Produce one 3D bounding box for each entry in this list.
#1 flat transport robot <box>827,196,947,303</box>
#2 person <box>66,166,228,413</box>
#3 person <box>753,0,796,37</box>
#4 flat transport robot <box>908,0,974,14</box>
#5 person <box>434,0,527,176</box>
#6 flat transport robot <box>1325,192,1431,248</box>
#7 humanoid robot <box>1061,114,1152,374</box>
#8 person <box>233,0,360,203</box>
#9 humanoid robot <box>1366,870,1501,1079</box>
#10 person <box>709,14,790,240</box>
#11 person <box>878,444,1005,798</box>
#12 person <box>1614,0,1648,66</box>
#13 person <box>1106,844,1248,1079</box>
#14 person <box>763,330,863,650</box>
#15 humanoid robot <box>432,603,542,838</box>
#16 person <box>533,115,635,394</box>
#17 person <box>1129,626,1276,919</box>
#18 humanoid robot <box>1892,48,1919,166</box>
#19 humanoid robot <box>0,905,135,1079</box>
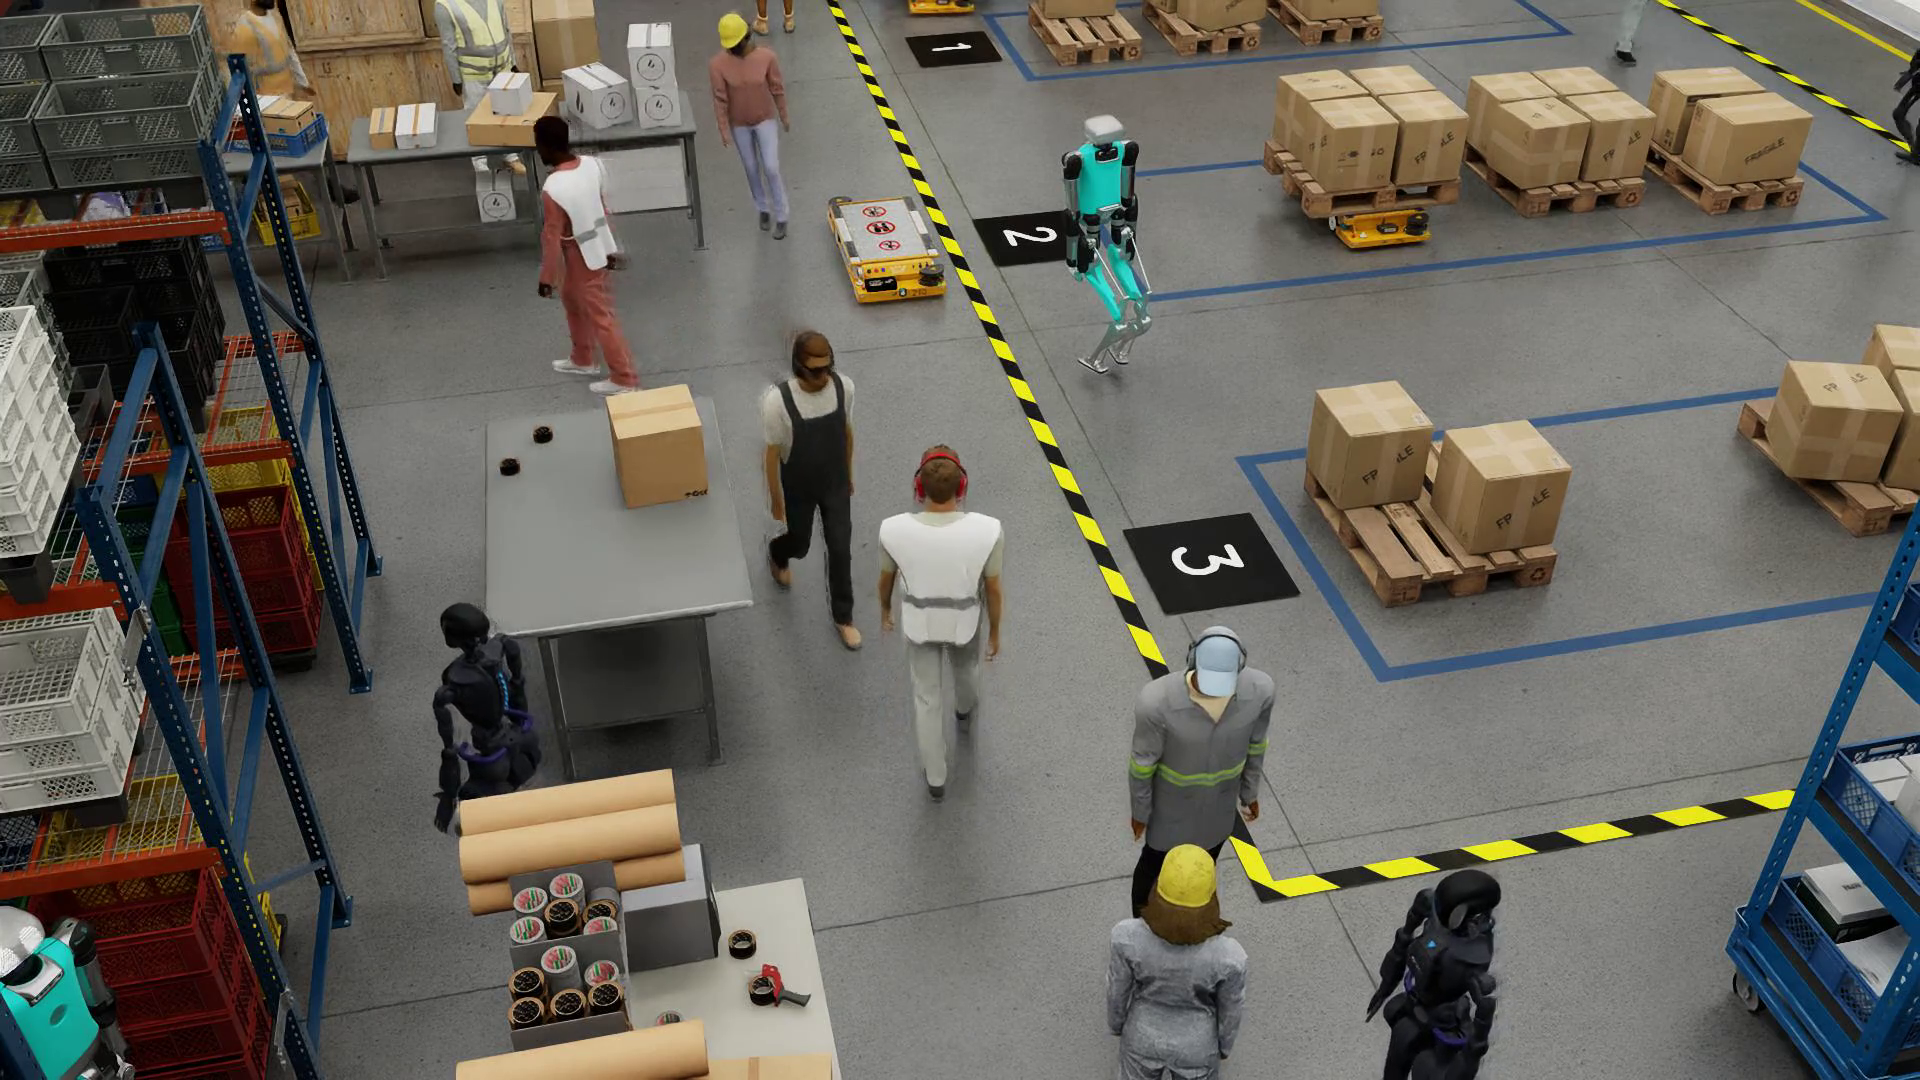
[{"bbox_3d":[-0.570,-2.220,12.538,0.659,0.231,1.431,-8,37,-10],"label":"flat transport robot"},{"bbox_3d":[-5.198,-1.588,10.218,0.777,2.019,0.621,-2,37,-3],"label":"person"},{"bbox_3d":[-1.861,-5.882,15.981,0.605,2.037,0.378,-10,38,-13],"label":"person"},{"bbox_3d":[-0.260,-5.830,17.366,0.652,0.197,1.431,-4,37,-6],"label":"flat transport robot"},{"bbox_3d":[-3.793,-3.751,13.278,0.430,1.843,0.624,29,46,33],"label":"person"},{"bbox_3d":[3.134,-2.740,13.213,0.652,0.197,1.431,-8,37,-10],"label":"flat transport robot"},{"bbox_3d":[1.002,-1.820,10.654,0.533,1.681,0.735,-17,40,-22],"label":"humanoid robot"},{"bbox_3d":[-5.359,-3.531,12.950,1.011,1.878,0.545,2,37,2],"label":"person"},{"bbox_3d":[1.668,1.778,5.976,0.348,1.649,0.598,-11,38,-14],"label":"humanoid robot"},{"bbox_3d":[-1.566,-3.087,12.486,0.554,1.726,0.600,-2,37,-2],"label":"person"},{"bbox_3d":[-0.091,0.308,7.848,0.578,1.805,0.840,-1,37,-1],"label":"person"},{"bbox_3d":[6.454,-5.384,15.526,0.407,1.784,0.717,4,37,5],"label":"person"},{"bbox_3d":[0.760,1.748,5.974,0.483,1.736,0.305,8,37,11],"label":"person"},{"bbox_3d":[-0.791,-0.329,8.696,0.514,1.826,0.772,-17,40,-22],"label":"person"},{"bbox_3d":[-2.052,0.938,7.138,0.757,1.632,0.600,15,39,19],"label":"humanoid robot"},{"bbox_3d":[-2.500,-1.786,10.605,0.790,1.887,0.593,6,37,8],"label":"person"},{"bbox_3d":[0.971,1.066,6.799,0.589,1.847,0.407,-8,37,-10],"label":"person"},{"bbox_3d":[7.980,-3.845,13.539,0.601,1.643,0.385,-14,39,-18],"label":"humanoid robot"},{"bbox_3d":[-3.224,1.847,5.728,0.735,1.677,0.533,12,38,15],"label":"humanoid robot"}]
